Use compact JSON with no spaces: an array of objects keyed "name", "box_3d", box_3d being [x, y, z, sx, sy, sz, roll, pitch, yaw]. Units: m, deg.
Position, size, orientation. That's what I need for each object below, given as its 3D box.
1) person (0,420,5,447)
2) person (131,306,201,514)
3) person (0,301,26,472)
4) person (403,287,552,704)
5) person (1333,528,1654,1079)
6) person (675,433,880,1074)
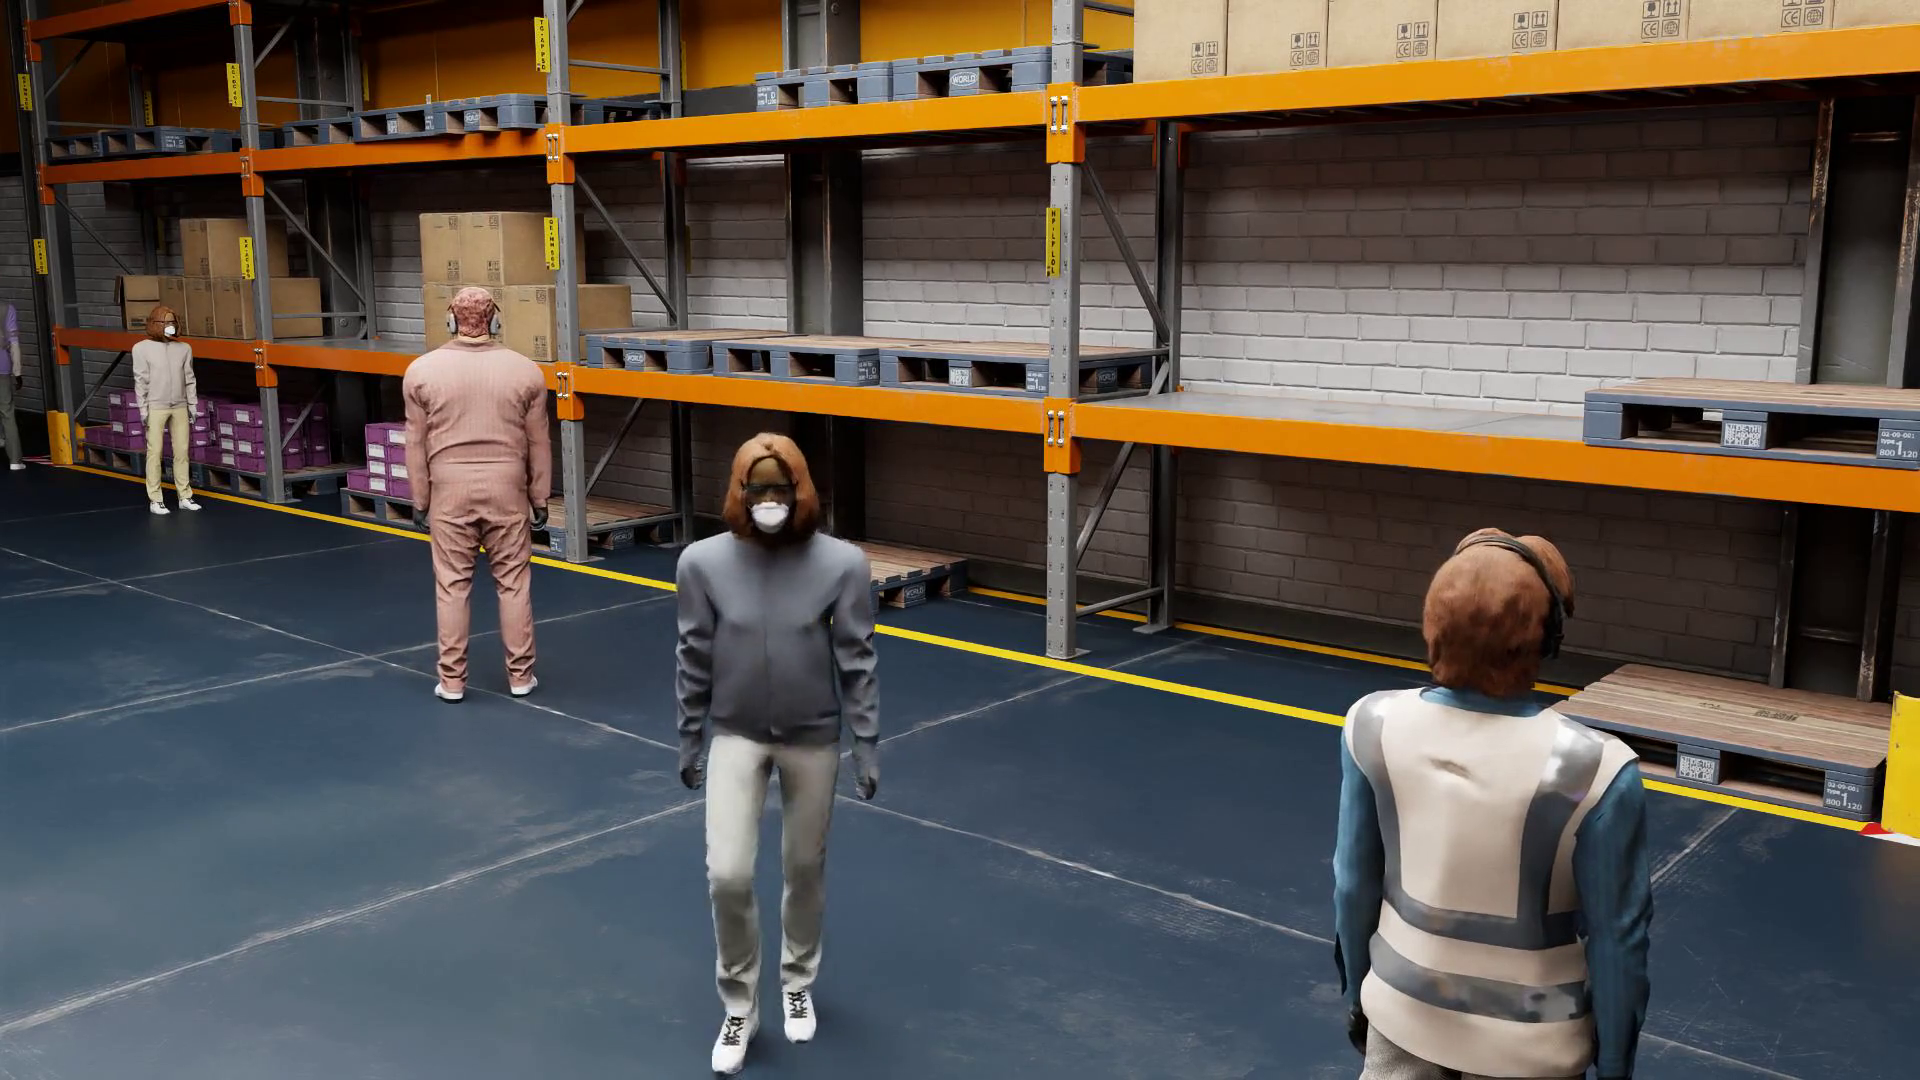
[{"name":"person","box_3d":[-10.205,-1.886,17.301,0.517,1.874,0.328,-4,11,-19]},{"name":"person","box_3d":[-6.226,-1.019,13.066,0.277,1.629,0.497,7,12,34]},{"name":"person","box_3d":[-8.997,-1.572,15.369,0.588,1.923,0.383,-5,11,-28]},{"name":"person","box_3d":[-2.208,-0.205,7.669,0.645,1.901,0.398,-3,10,-18]},{"name":"person","box_3d":[0.829,0.798,2.665,0.514,1.645,0.308,9,13,40]},{"name":"person","box_3d":[-0.460,0.539,4.209,0.521,1.613,0.560,-1,10,-4]}]
